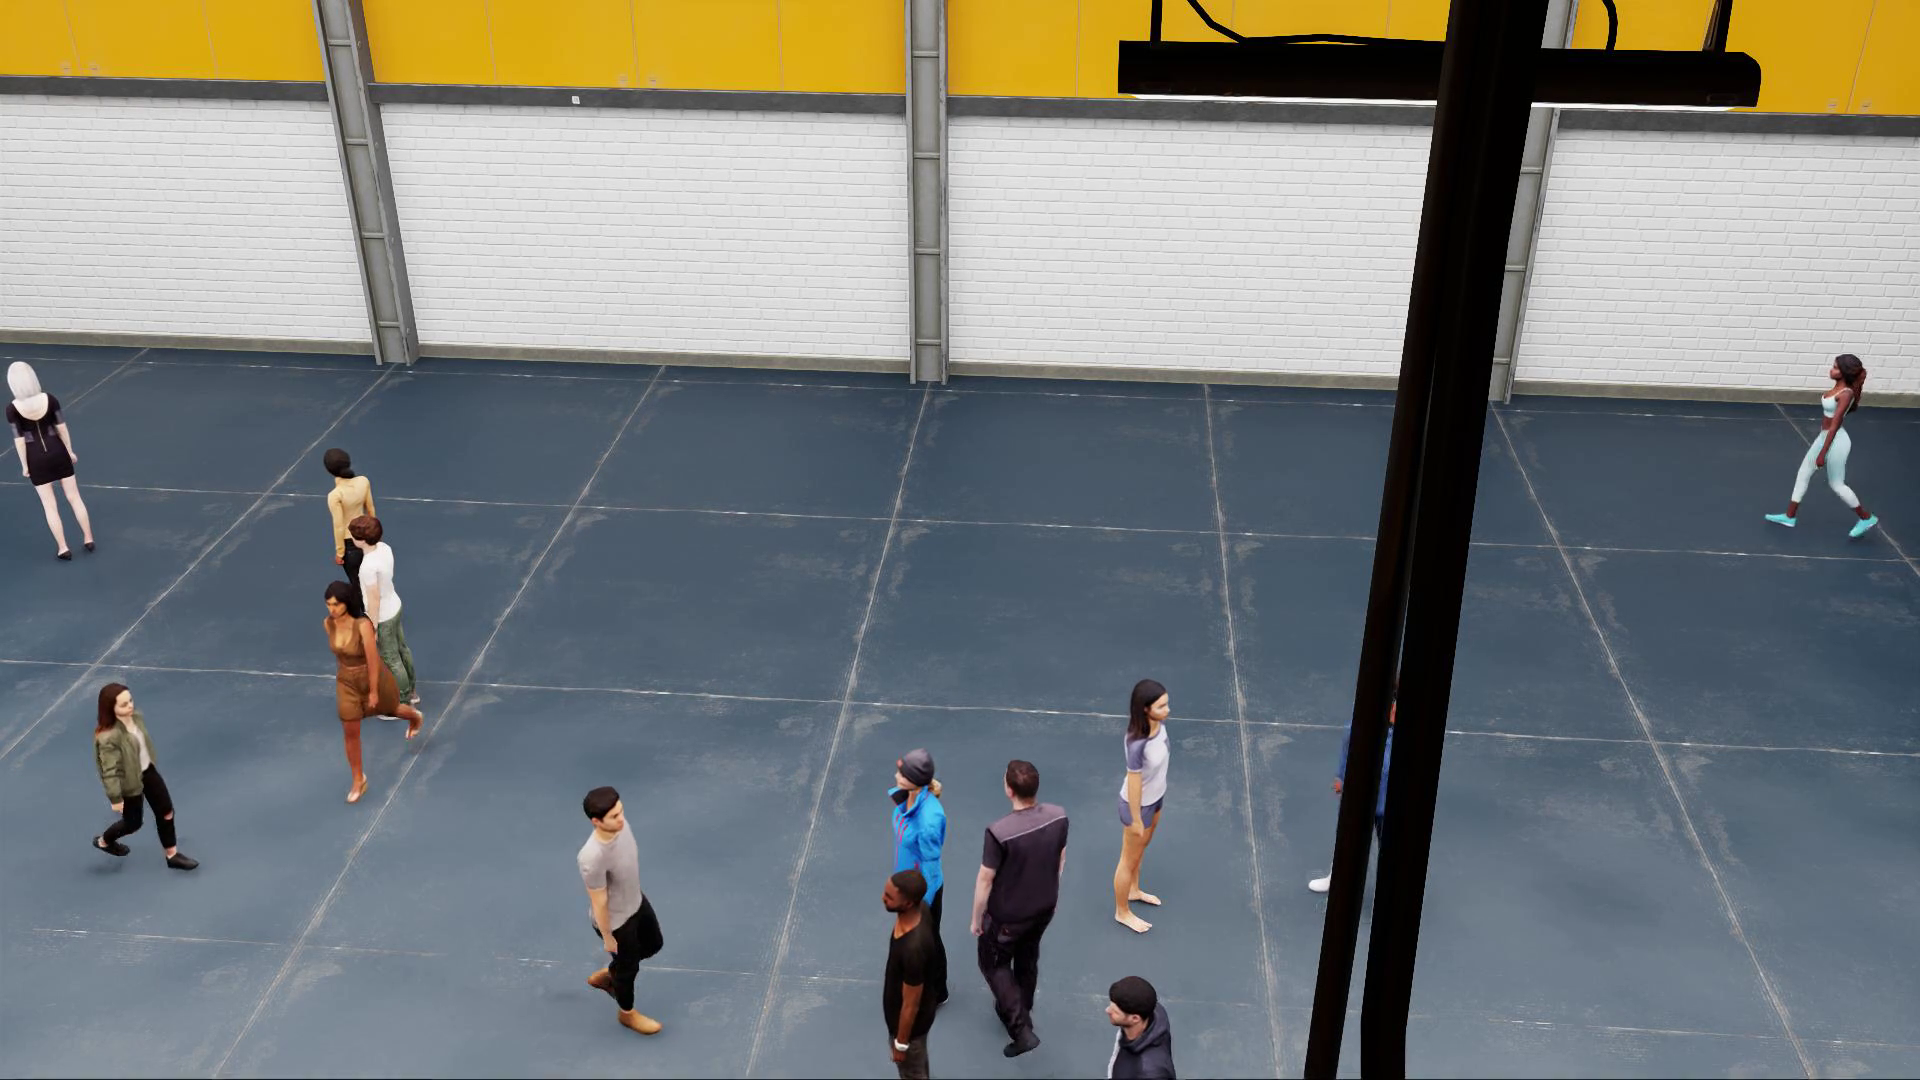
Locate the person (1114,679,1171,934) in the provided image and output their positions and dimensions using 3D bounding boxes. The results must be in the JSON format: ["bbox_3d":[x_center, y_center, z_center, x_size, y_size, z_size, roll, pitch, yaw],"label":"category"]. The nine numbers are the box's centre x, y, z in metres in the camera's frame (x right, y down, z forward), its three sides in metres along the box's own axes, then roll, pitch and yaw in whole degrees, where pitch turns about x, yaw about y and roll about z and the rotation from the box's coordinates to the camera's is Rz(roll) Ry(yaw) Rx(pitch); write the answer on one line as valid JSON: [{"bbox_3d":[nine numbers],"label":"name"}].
[{"bbox_3d":[1.119,1.599,10.234,0.630,1.733,0.649,13,31,22],"label":"person"}]

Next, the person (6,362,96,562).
[{"bbox_3d":[-7.852,-0.682,14.316,0.659,1.830,0.707,-24,37,-37],"label":"person"}]

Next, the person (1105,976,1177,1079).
[{"bbox_3d":[0.978,2.812,7.905,1.190,1.836,0.774,-1,29,-1],"label":"person"}]

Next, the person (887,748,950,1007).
[{"bbox_3d":[-0.218,1.949,9.527,0.654,1.797,0.686,-8,30,-15],"label":"person"}]

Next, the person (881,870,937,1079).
[{"bbox_3d":[-0.240,2.427,8.641,0.584,1.805,0.657,-1,29,-2],"label":"person"}]

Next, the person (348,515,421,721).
[{"bbox_3d":[-4.233,0.555,12.231,0.529,1.654,0.575,-1,29,-1],"label":"person"}]

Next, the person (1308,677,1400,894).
[{"bbox_3d":[2.536,1.527,10.311,0.950,1.786,0.744,-25,37,-37],"label":"person"}]

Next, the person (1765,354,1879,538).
[{"bbox_3d":[7.779,-0.799,14.672,1.168,1.694,0.791,10,30,17],"label":"person"}]

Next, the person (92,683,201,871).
[{"bbox_3d":[-5.349,1.536,10.646,0.942,1.449,0.677,4,29,7],"label":"person"}]

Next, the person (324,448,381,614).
[{"bbox_3d":[-4.784,0.018,13.213,0.654,1.658,0.671,13,31,22],"label":"person"}]

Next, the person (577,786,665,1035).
[{"bbox_3d":[-1.994,2.073,9.395,0.754,1.706,0.670,7,29,13],"label":"person"}]

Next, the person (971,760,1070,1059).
[{"bbox_3d":[0.382,2.098,9.224,0.978,1.826,1.044,-18,33,-29],"label":"person"}]

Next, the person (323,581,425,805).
[{"bbox_3d":[-4.060,0.964,11.493,1.067,1.643,0.709,7,29,13],"label":"person"}]
